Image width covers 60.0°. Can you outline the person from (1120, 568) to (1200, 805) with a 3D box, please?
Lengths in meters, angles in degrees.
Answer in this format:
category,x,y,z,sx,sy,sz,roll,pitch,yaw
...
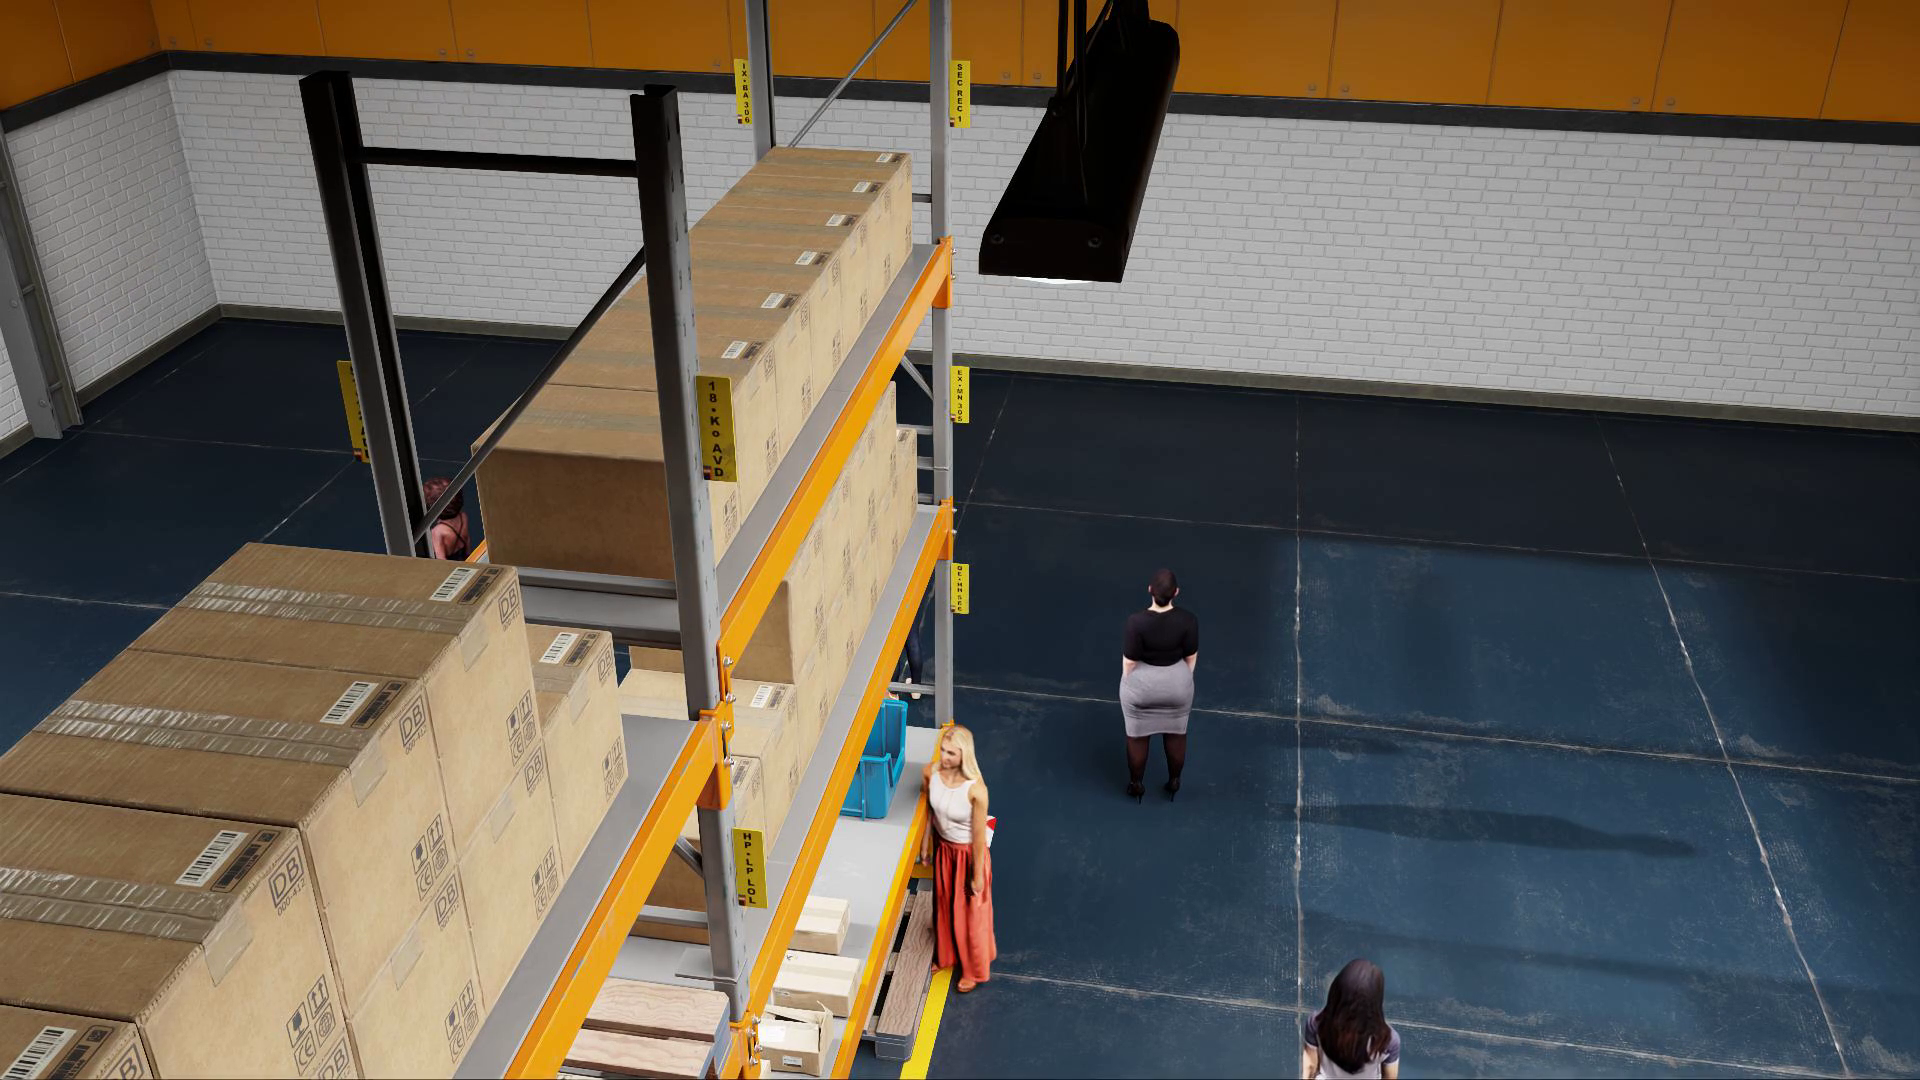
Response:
category,x,y,z,sx,sy,sz,roll,pitch,yaw
person,1.318,0.980,11.038,0.719,1.760,0.693,-2,29,-3

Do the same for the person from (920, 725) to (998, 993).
category,x,y,z,sx,sy,sz,roll,pitch,yaw
person,-0.003,1.799,9.494,0.722,1.800,0.748,22,36,35

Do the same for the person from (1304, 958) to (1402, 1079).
category,x,y,z,sx,sy,sz,roll,pitch,yaw
person,1.838,2.681,7.977,0.612,1.707,0.557,8,30,14

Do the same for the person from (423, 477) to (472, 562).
category,x,y,z,sx,sy,sz,roll,pitch,yaw
person,-3.657,0.346,12.172,0.659,1.788,0.521,10,30,17
